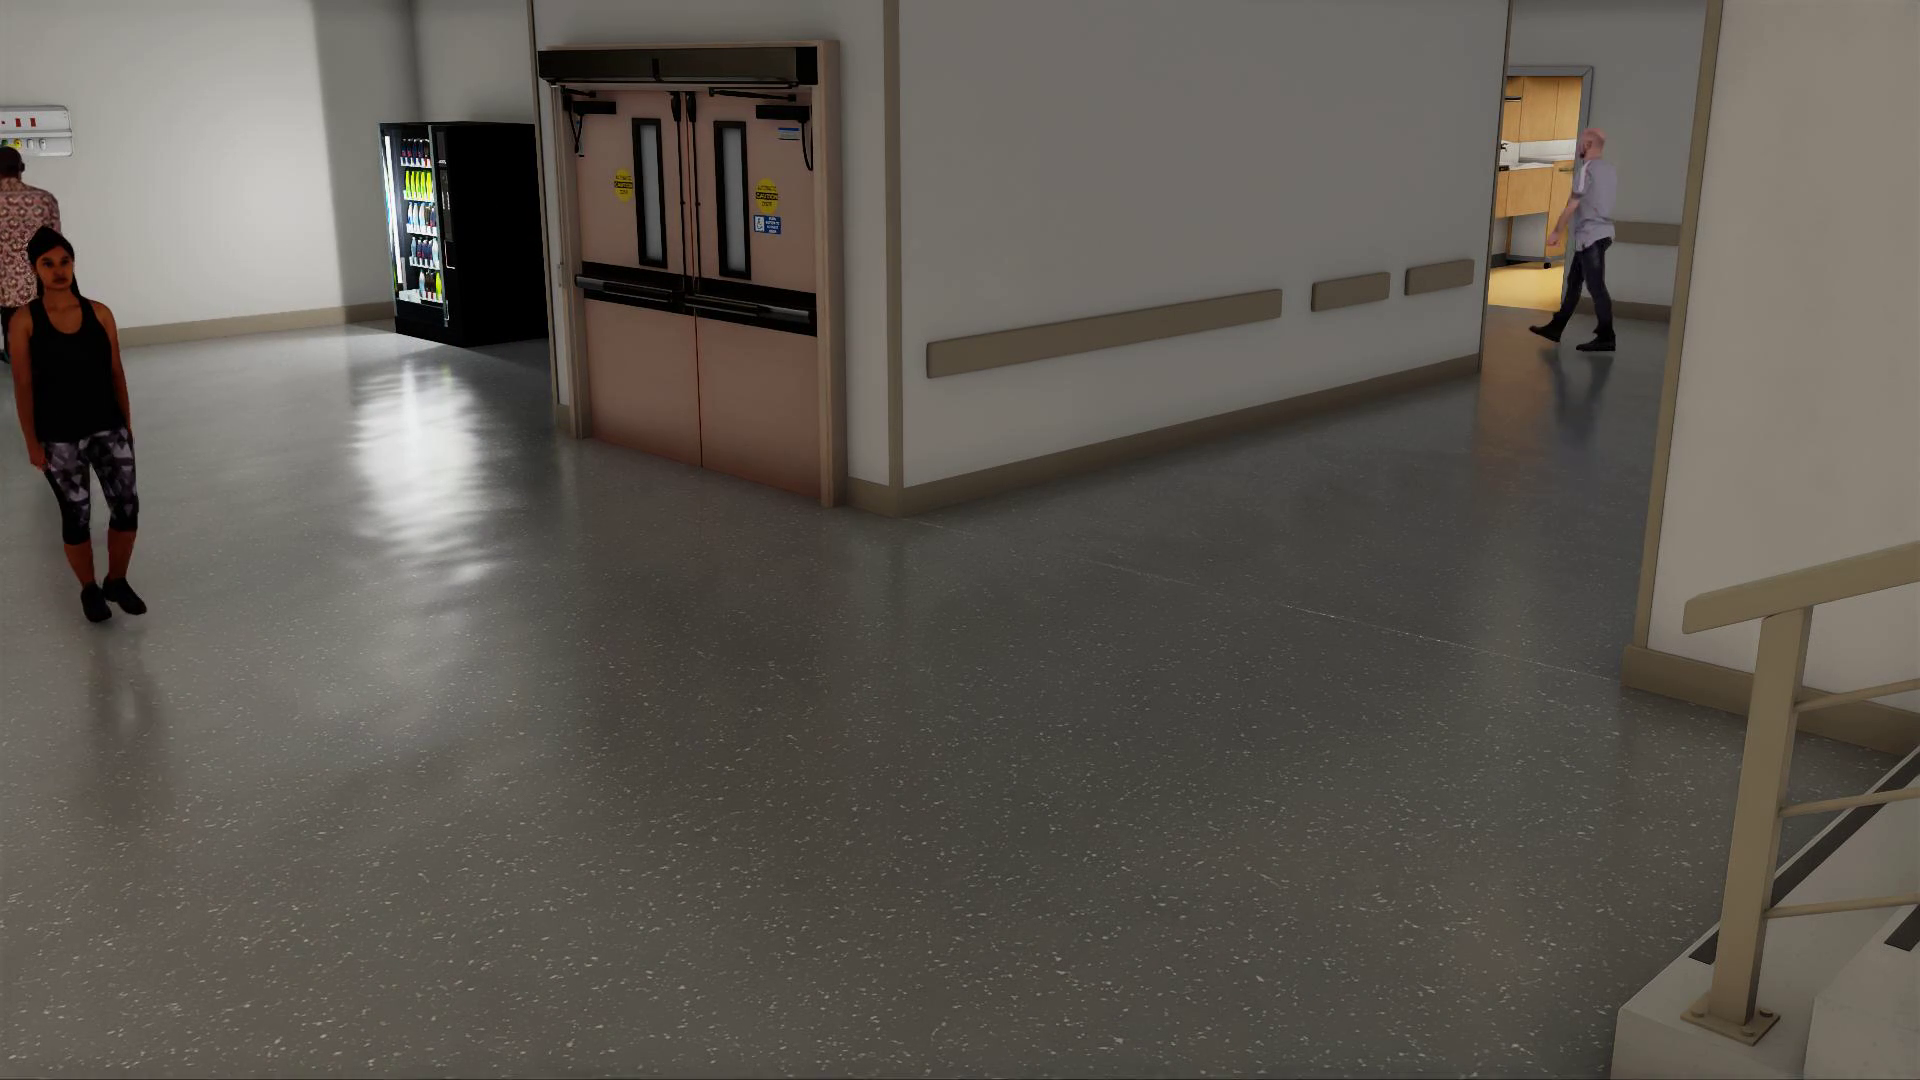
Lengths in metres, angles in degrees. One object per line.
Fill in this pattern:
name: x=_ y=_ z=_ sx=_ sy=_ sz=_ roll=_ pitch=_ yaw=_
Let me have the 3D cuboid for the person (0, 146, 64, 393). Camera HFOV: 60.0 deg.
person: x=-6.008 y=-1.611 z=10.764 sx=0.697 sy=1.781 sz=1.010 roll=-14 pitch=21 yaw=-40

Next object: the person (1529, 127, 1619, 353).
person: x=5.292 y=-2.448 z=13.698 sx=1.053 sy=1.801 sz=0.728 roll=12 pitch=19 yaw=35

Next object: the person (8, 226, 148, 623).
person: x=-3.718 y=-0.474 z=6.968 sx=0.573 sy=1.653 sz=0.590 roll=15 pitch=22 yaw=43
